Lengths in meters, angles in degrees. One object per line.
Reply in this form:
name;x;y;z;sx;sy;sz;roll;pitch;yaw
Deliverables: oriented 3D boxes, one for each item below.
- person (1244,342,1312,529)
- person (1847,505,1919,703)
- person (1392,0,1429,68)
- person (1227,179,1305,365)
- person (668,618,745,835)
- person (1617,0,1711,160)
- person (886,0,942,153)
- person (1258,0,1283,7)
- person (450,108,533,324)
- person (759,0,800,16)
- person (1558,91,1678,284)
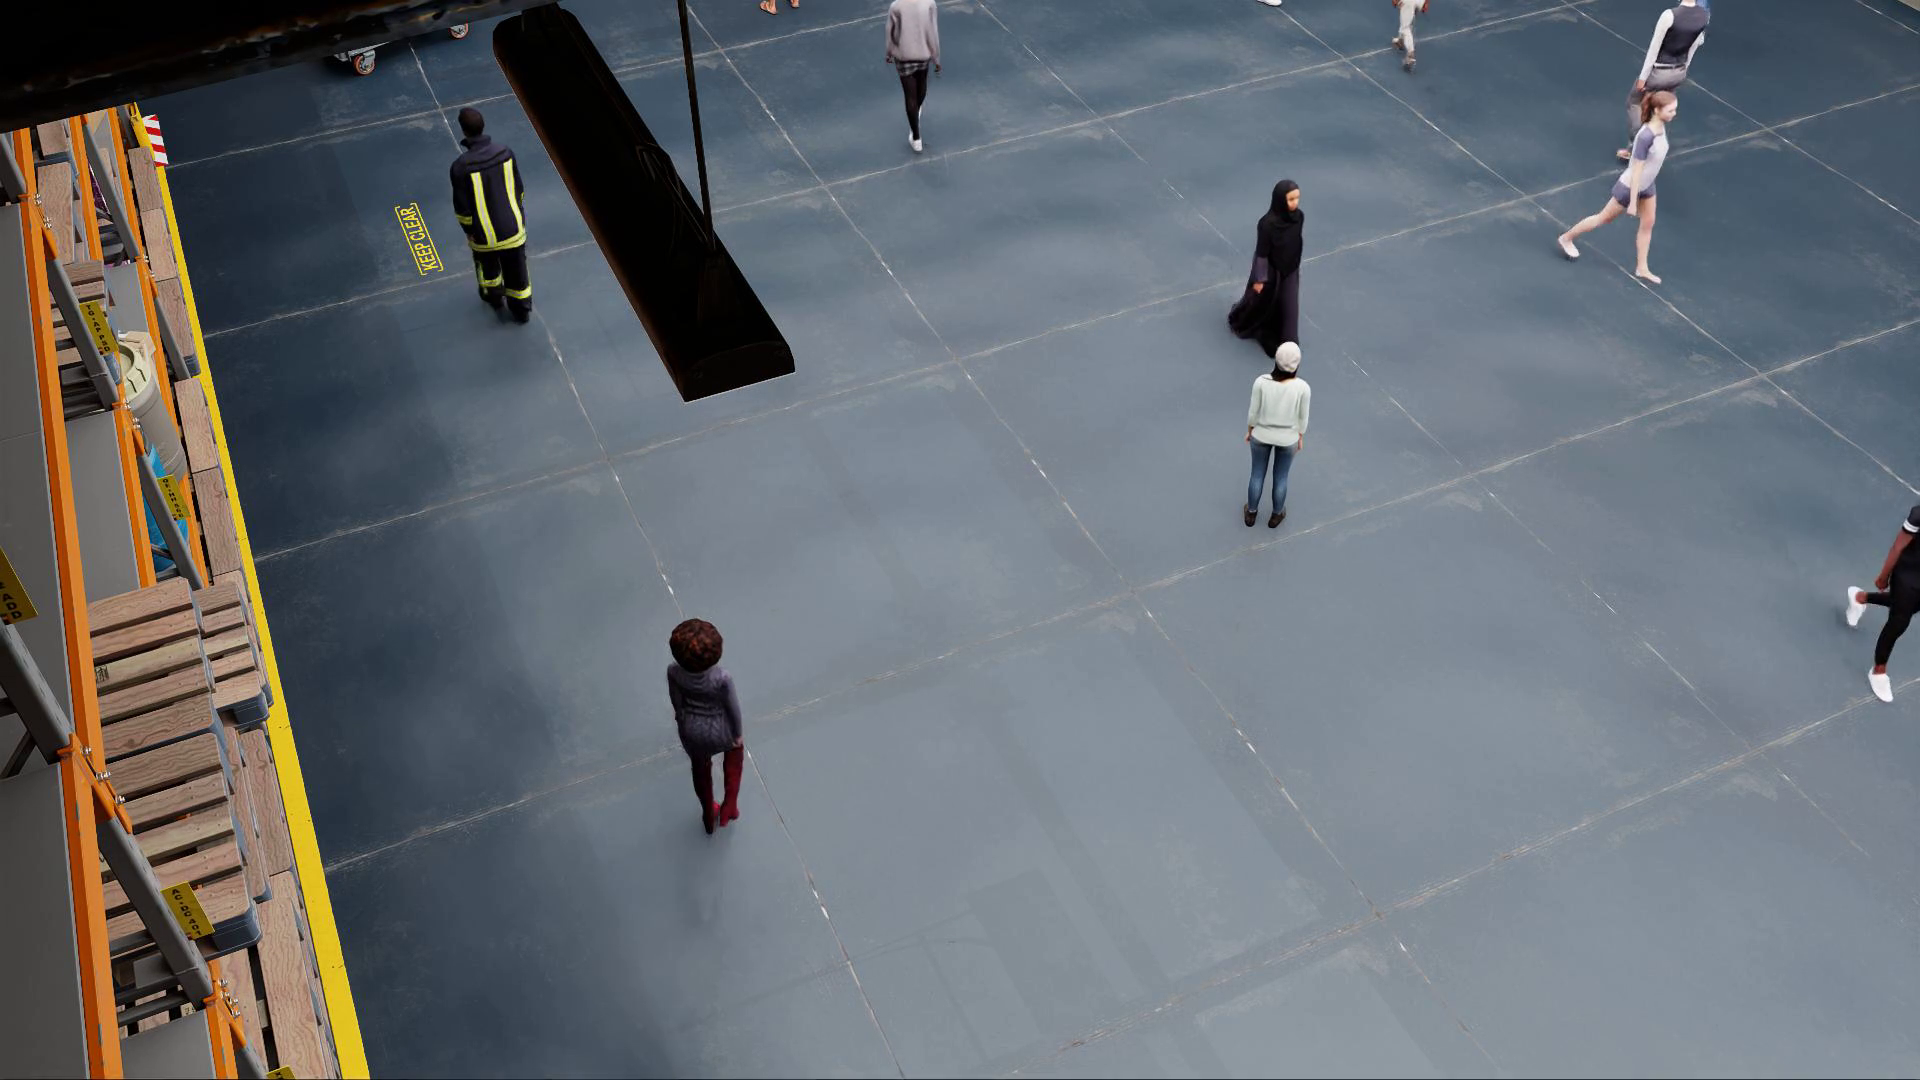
person;2.263;-0.758;11.923;0.645;1.645;0.680;9;44;9
person;6.230;0.181;10.893;0.868;1.705;1.171;-3;44;-4
person;4.705;-5.561;17.214;0.584;1.300;0.919;-11;45;-11
person;2.512;-2.233;13.500;0.588;1.605;1.105;-18;47;-18
person;-1.512;1.183;9.846;0.711;1.698;0.748;2;44;2
person;6.569;-4.283;15.421;0.749;1.923;0.720;-6;44;-6
person;-0.428;-4.542;15.827;0.808;1.737;1.133;-9;44;-9
person;3.462;-6.768;18.127;0.781;1.789;0.727;15;46;16
person;-3.788;-2.613;13.678;0.915;1.909;0.951;-29;51;-27
person;-1.989;-6.619;17.916;0.668;1.864;0.597;-23;48;-22
person;5.702;-3.058;14.283;1.248;1.719;0.943;29;51;27
